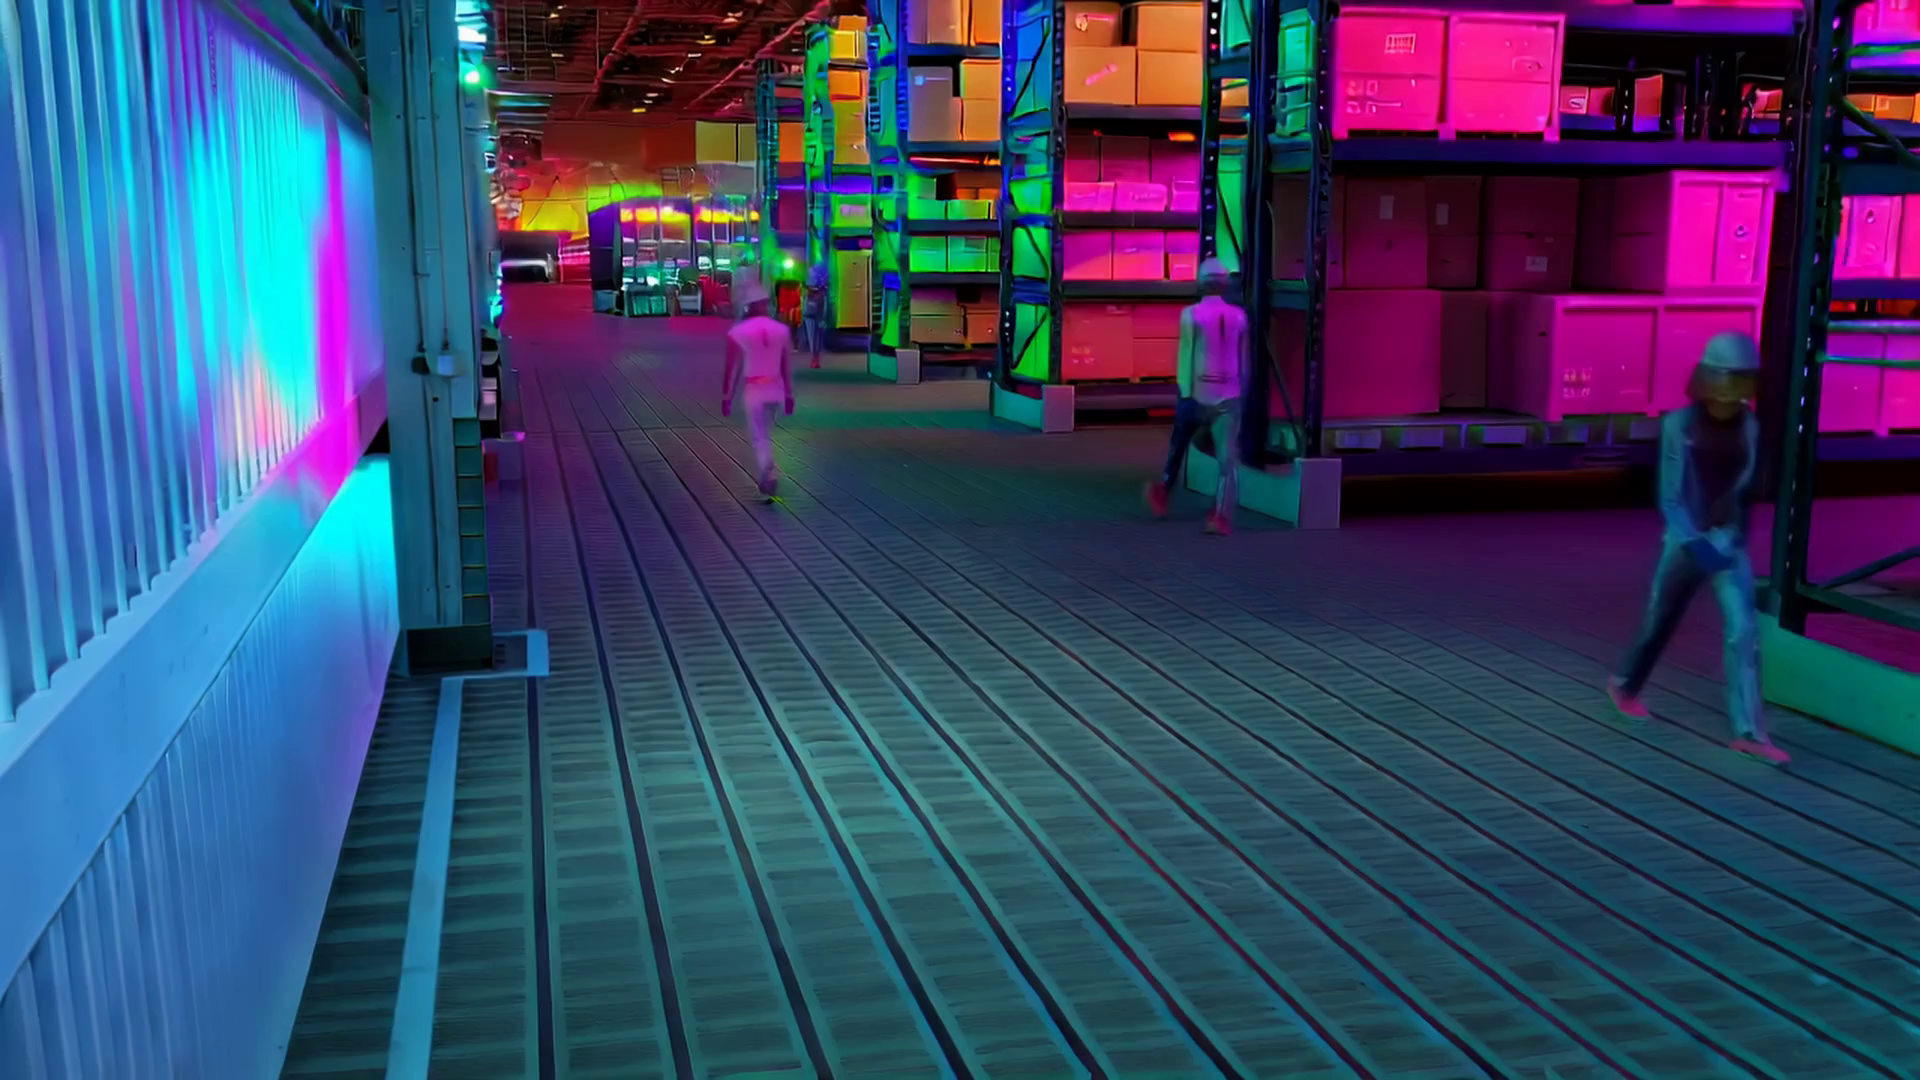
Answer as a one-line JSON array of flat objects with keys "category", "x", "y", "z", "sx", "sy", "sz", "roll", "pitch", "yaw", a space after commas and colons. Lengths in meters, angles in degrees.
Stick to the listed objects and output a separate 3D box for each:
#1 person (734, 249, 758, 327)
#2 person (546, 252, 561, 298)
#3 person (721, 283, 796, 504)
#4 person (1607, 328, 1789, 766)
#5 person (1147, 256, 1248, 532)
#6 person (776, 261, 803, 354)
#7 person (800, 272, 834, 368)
[{"category": "person", "x": -4.109, "y": -4.574, "z": 31.833, "sx": 0.743, "sy": 1.978, "sz": 0.627, "roll": 9, "pitch": 13, "yaw": 41}, {"category": "person", "x": -16.082, "y": -10.503, "z": 65.867, "sx": 0.588, "sy": 1.805, "sz": 0.674, "roll": -5, "pitch": 11, "yaw": -25}, {"category": "person", "x": -1.600, "y": -1.153, "z": 13.123, "sx": 0.600, "sy": 1.733, "sz": 0.389, "roll": -7, "pitch": 12, "yaw": -34}, {"category": "person", "x": 3.029, "y": -0.016, "z": 6.785, "sx": 0.491, "sy": 1.700, "sz": 0.903, "roll": -3, "pitch": 10, "yaw": -17}, {"category": "person", "x": 1.760, "y": -1.062, "z": 12.039, "sx": 0.642, "sy": 1.938, "sz": 1.010, "roll": -5, "pitch": 11, "yaw": -25}, {"category": "person", "x": -3.199, "y": -4.367, "z": 31.260, "sx": 0.542, "sy": 1.750, "sz": 0.538, "roll": -3, "pitch": 10, "yaw": -15}, {"category": "person", "x": -2.373, "y": -3.659, "z": 27.724, "sx": 0.558, "sy": 1.592, "sz": 0.857, "roll": -2, "pitch": 10, "yaw": -12}]
